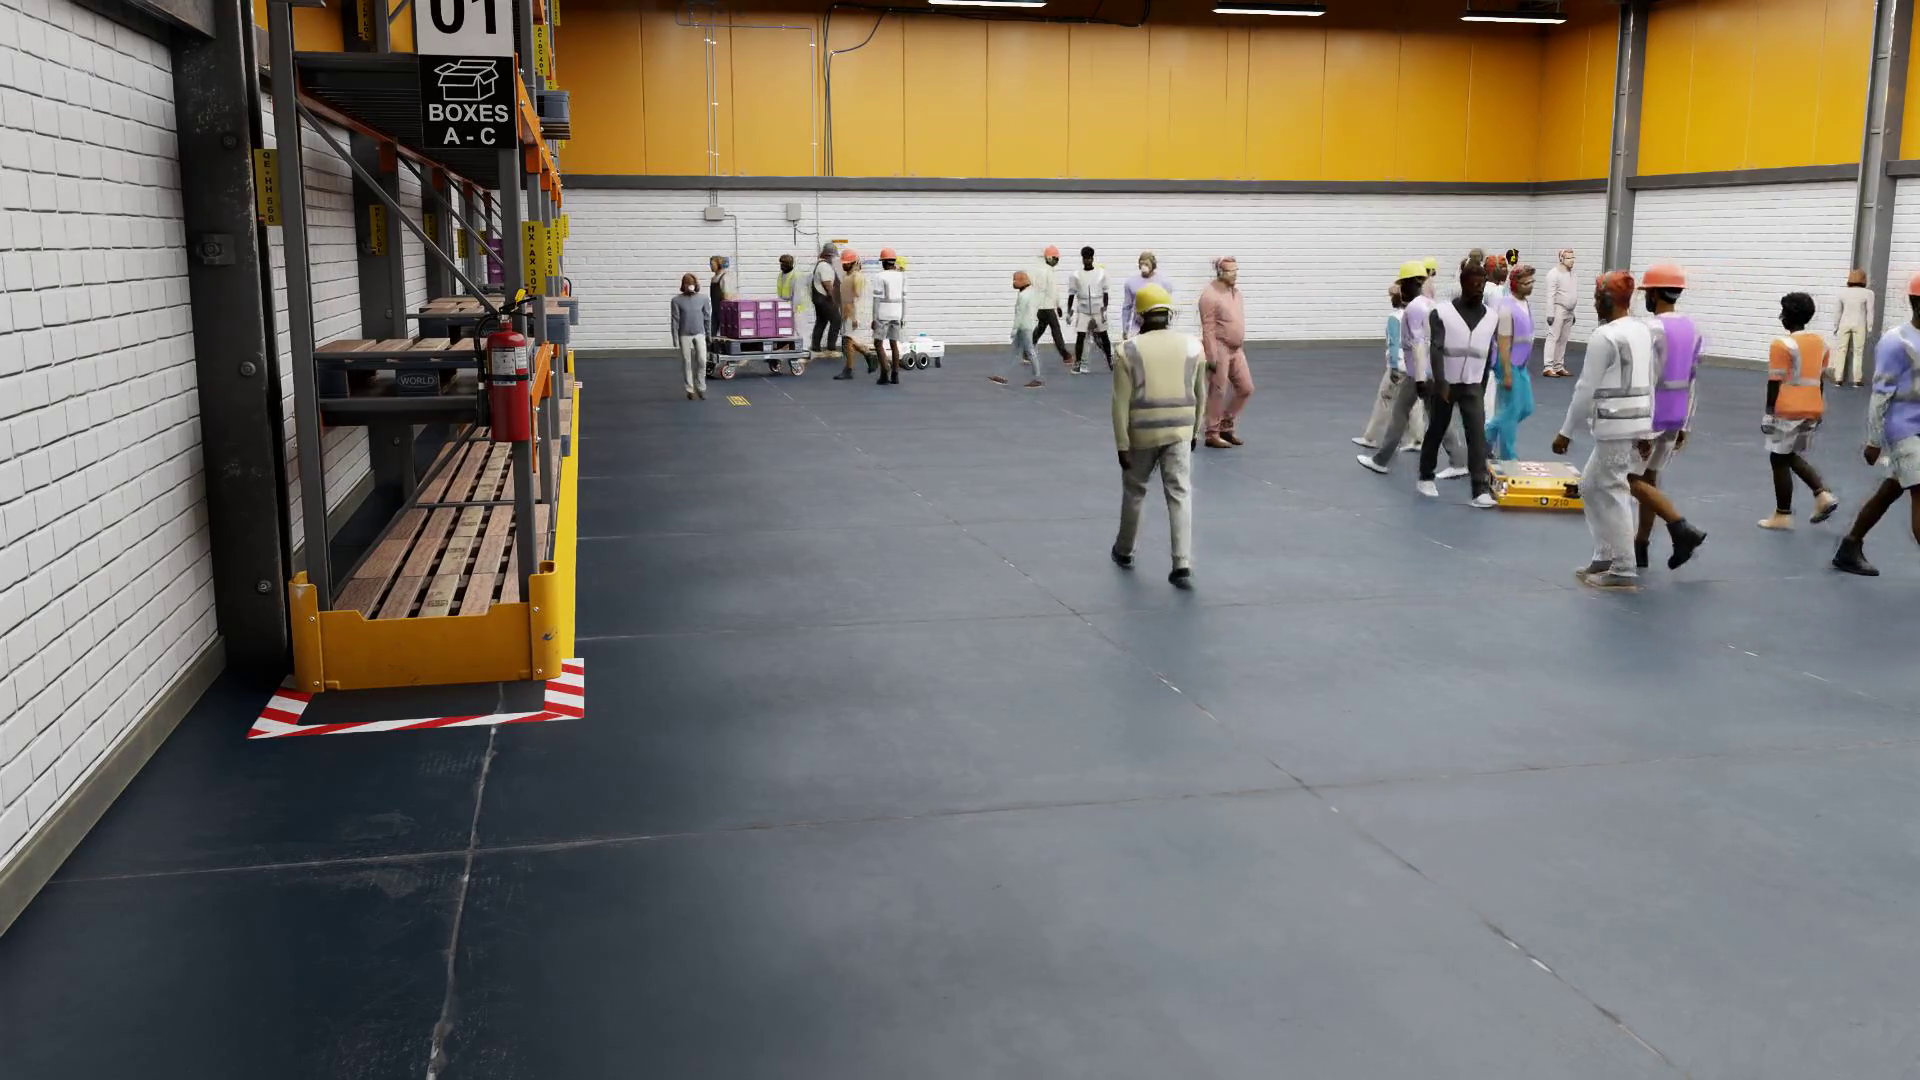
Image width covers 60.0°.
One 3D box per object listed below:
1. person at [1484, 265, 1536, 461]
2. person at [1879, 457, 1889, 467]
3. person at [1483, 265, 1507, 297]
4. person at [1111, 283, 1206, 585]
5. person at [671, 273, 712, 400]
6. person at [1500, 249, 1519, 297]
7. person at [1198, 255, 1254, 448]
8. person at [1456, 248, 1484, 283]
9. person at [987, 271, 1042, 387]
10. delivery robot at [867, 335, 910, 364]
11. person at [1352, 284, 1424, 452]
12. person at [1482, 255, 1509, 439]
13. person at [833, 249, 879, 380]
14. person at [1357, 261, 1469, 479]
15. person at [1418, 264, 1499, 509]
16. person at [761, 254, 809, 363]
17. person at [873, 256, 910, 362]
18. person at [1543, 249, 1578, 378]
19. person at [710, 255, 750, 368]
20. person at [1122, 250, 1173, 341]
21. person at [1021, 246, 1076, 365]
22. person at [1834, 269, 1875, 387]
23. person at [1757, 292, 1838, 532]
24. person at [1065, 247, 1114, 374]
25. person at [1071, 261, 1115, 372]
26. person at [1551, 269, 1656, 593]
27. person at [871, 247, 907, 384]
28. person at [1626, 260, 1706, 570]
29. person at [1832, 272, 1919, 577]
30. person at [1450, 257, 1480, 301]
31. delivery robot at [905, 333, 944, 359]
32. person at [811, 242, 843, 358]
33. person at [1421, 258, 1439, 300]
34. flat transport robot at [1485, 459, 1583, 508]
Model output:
[{"bbox_3d":[4.854,-1.516,14.707,0.466,1.820,0.613,7,12,33],"label":"person"},{"bbox_3d":[8.518,-1.475,14.500,0.846,1.812,0.660,8,13,39],"label":"person"},{"bbox_3d":[7.808,-3.233,24.619,0.626,1.669,0.447,3,11,15],"label":"person"},{"bbox_3d":[1.192,-0.644,10.011,0.604,1.783,0.948,-1,10,-8],"label":"person"},{"bbox_3d":[-3.386,-2.565,21.079,0.533,1.609,0.644,-3,11,-18],"label":"person"},{"bbox_3d":[10.135,-4.419,30.667,0.323,1.871,0.528,-2,10,-12],"label":"person"},{"bbox_3d":[2.619,-1.831,16.279,0.480,1.882,0.671,9,13,40],"label":"person"},{"bbox_3d":[8.231,-3.699,26.617,0.552,1.914,0.639,-6,12,-31],"label":"person"},{"bbox_3d":[0.769,-2.905,23.012,0.817,1.589,0.526,1,10,4],"label":"person"},{"bbox_3d":[-1.113,-2.961,25.970,0.477,0.478,0.707,10,14,44],"label":"delivery robot"},{"bbox_3d":[4.192,-1.660,16.084,0.540,1.601,0.789,-10,14,-44],"label":"person"},{"bbox_3d":[5.473,-1.984,17.140,0.355,1.883,0.574,0,10,-3],"label":"person"},{"bbox_3d":[-1.527,-3.301,24.354,0.642,1.918,0.554,-4,11,-22],"label":"person"},{"bbox_3d":[3.937,-1.451,14.267,1.002,1.851,0.656,7,13,35],"label":"person"},{"bbox_3d":[3.874,-1.205,12.931,0.589,1.867,1.036,-2,10,-9],"label":"person"},{"bbox_3d":[-2.843,-3.776,27.301,0.619,1.792,0.930,9,14,41],"label":"person"},{"bbox_3d":[-1.078,-3.813,27.604,0.970,1.765,0.658,-1,10,-7],"label":"person"},{"bbox_3d":[8.984,-3.377,24.788,0.648,1.907,0.401,-8,13,-37],"label":"person"},{"bbox_3d":[-3.736,-3.602,26.315,0.894,1.816,0.531,-9,14,-41],"label":"person"},{"bbox_3d":[2.349,-2.646,20.743,0.635,1.914,0.807,5,12,27],"label":"person"},{"bbox_3d":[1.470,-3.822,27.175,1.052,1.938,0.640,3,11,15],"label":"person"},{"bbox_3d":[12.431,-2.944,23.147,0.507,1.631,0.268,10,14,42],"label":"person"},{"bbox_3d":[5.840,-0.882,11.598,0.535,1.684,0.414,-6,12,-29],"label":"person"},{"bbox_3d":[2.030,-3.494,25.365,0.840,1.939,0.581,1,10,8],"label":"person"},{"bbox_3d":[2.103,-3.416,25.534,0.734,1.719,0.491,6,12,29],"label":"person"},{"bbox_3d":[3.743,-0.629,9.671,0.561,1.866,0.570,10,14,43],"label":"person"},{"bbox_3d":[-1.013,-3.162,23.521,0.581,1.928,0.405,-9,14,-40],"label":"person"},{"bbox_3d":[4.299,-0.741,10.159,0.555,1.917,0.656,-6,12,-29],"label":"person"},{"bbox_3d":[5.613,-0.655,9.787,0.545,1.888,0.992,-6,12,-29],"label":"person"},{"bbox_3d":[6.204,-2.595,20.681,0.913,1.838,0.528,10,14,44],"label":"person"},{"bbox_3d":[-0.582,-3.052,26.475,0.477,0.478,0.707,10,14,44],"label":"delivery robot"},{"bbox_3d":[-2.286,-4.132,28.599,0.641,2.000,0.705,-2,10,-8],"label":"person"},{"bbox_3d":[7.092,-3.401,25.314,0.313,1.767,0.533,1,10,6],"label":"person"},{"bbox_3d":[4.544,-0.457,13.142,0.652,0.197,1.431,2,11,13],"label":"flat transport robot"}]
